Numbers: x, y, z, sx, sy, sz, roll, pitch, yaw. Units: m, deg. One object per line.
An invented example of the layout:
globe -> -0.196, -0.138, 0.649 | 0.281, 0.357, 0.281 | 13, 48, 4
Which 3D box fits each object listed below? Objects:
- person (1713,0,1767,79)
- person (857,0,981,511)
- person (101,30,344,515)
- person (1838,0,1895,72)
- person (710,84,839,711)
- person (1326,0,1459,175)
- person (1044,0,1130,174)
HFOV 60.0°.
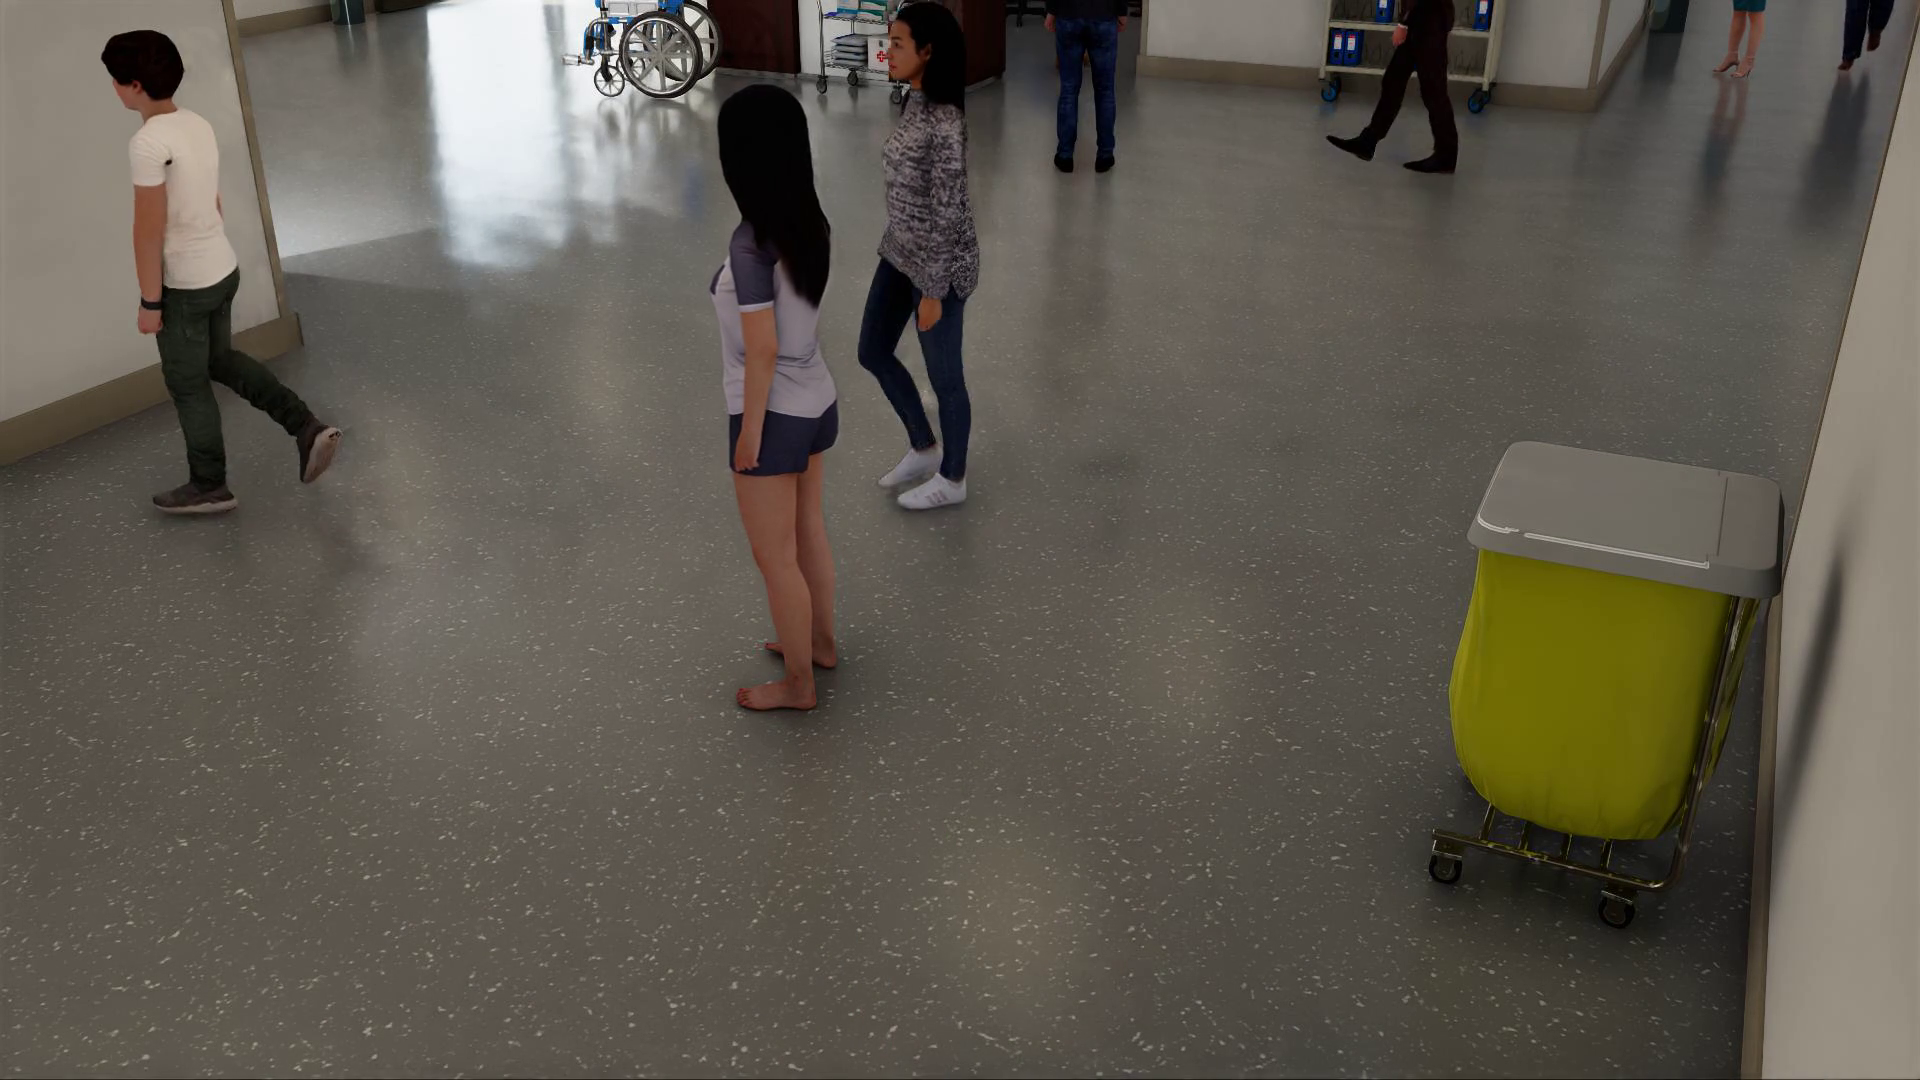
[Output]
person -> 6.301, -4.535, 13.155 | 0.650, 1.685, 0.618 | -5, 26, -11
person -> -0.026, -0.928, 5.629 | 0.806, 1.725, 0.741 | -10, 27, -19
person -> -2.502, -0.852, 5.568 | 0.998, 1.641, 0.802 | 1, 26, 2
person -> 7.479, -4.768, 13.500 | 0.882, 1.805, 0.785 | 15, 30, 29
person -> -0.486, -0.350, 4.453 | 0.568, 1.706, 0.629 | 7, 27, 14
person -> 2.921, -3.133, 10.078 | 1.096, 1.832, 0.817 | 8, 27, 16
person -> 0.776, -3.216, 10.185 | 0.659, 1.889, 0.811 | 1, 26, 1
